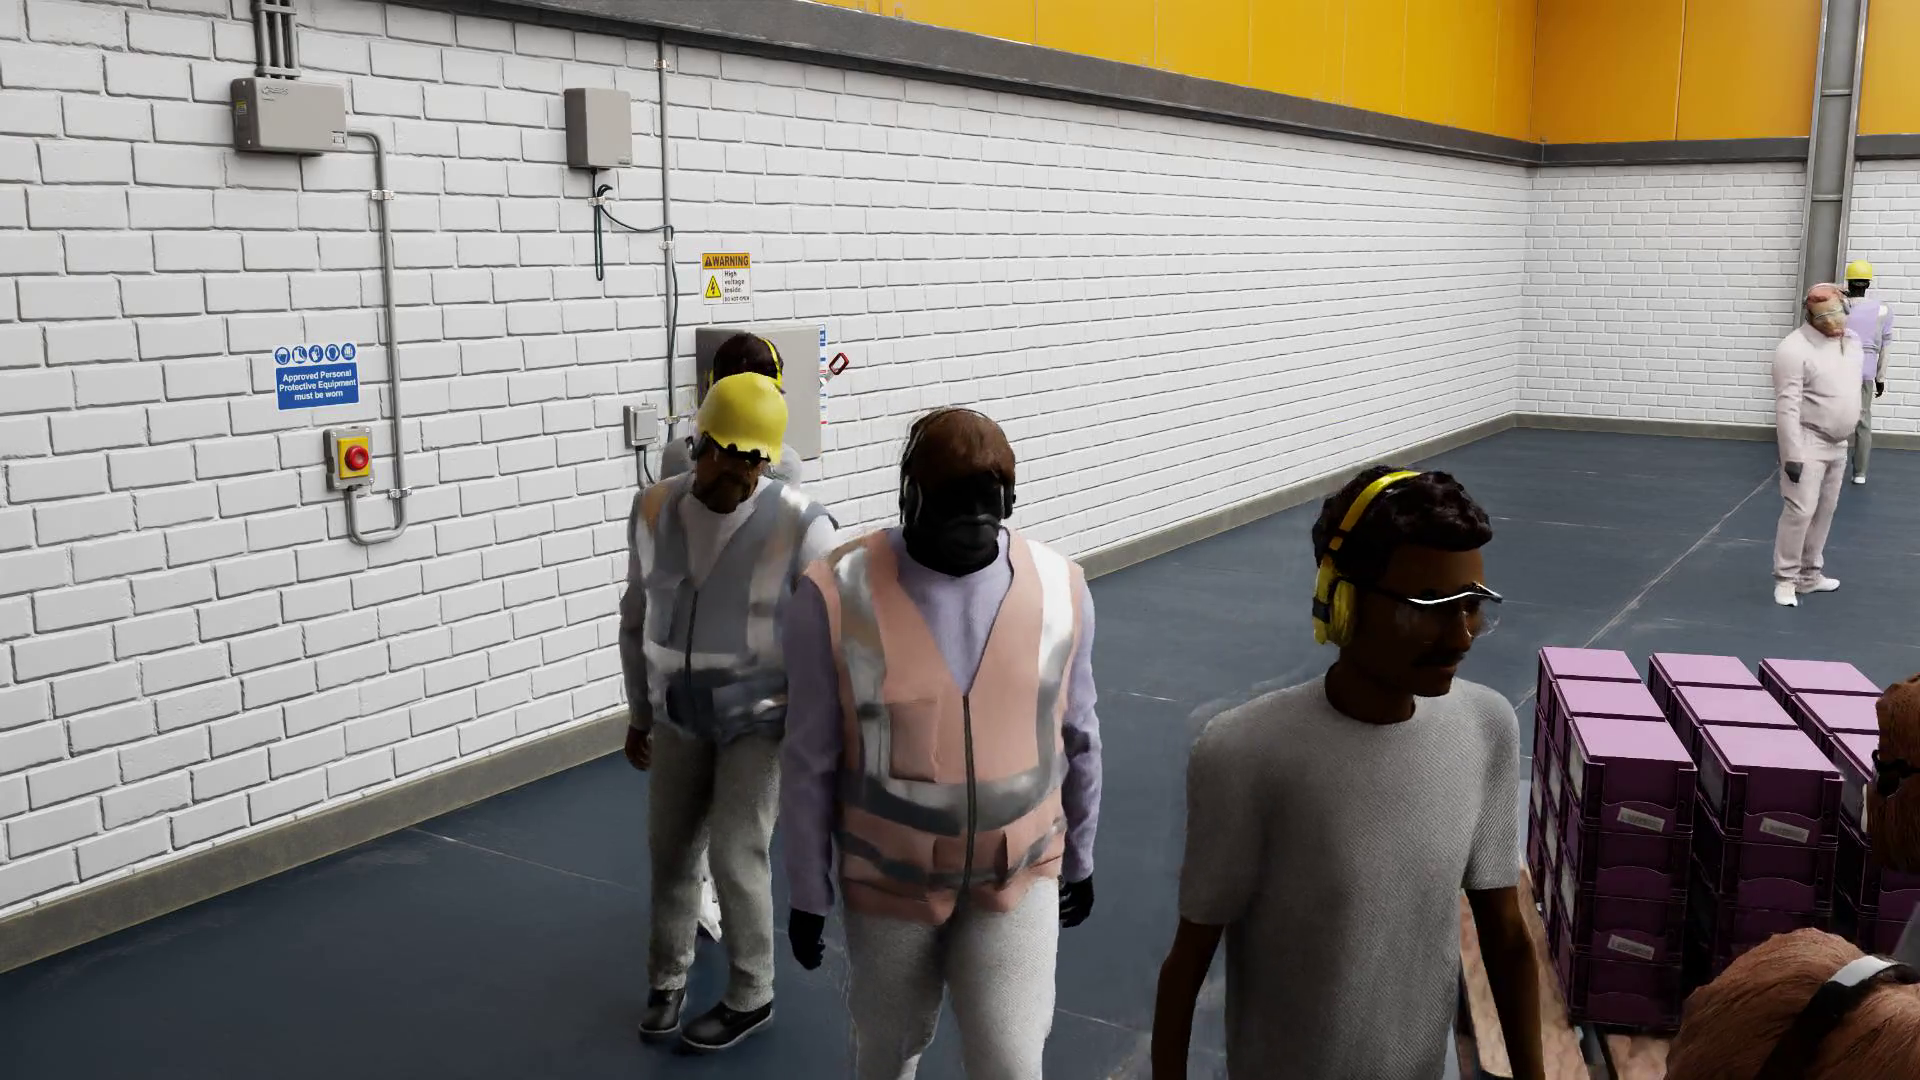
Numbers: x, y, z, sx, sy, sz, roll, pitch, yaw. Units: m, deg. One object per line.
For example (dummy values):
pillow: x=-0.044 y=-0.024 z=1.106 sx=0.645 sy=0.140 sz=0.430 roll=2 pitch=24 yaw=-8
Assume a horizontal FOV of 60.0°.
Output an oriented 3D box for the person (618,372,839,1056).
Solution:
person: x=-0.604 y=0.453 z=4.286 sx=0.605 sy=1.787 sz=0.415 roll=4 pitch=11 yaw=21

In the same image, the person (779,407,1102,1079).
person: x=-0.040 y=0.618 z=3.314 sx=0.650 sy=1.810 sz=0.859 roll=-2 pitch=10 yaw=-11

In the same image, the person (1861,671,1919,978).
person: x=1.308 y=0.951 z=2.048 sx=0.755 sy=1.609 sz=0.506 roll=5 pitch=11 yaw=27

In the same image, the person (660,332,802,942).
person: x=-0.694 y=0.311 z=4.928 sx=0.564 sy=1.834 sz=0.545 roll=6 pitch=12 yaw=29

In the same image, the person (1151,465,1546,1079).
person: x=0.544 y=0.808 z=2.214 sx=0.497 sy=1.811 sz=0.949 roll=-5 pitch=12 yaw=-27

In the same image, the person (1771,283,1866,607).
person: x=4.988 y=-0.547 z=9.605 sx=0.809 sy=1.865 sz=0.434 roll=-6 pitch=12 yaw=-30

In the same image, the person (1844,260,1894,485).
person: x=7.645 y=-1.426 z=14.285 sx=0.588 sy=1.927 sz=0.371 roll=2 pitch=10 yaw=9

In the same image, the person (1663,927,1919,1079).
person: x=0.621 y=1.086 z=1.250 sx=0.530 sy=1.596 sz=0.838 roll=-4 pitch=11 yaw=-23
